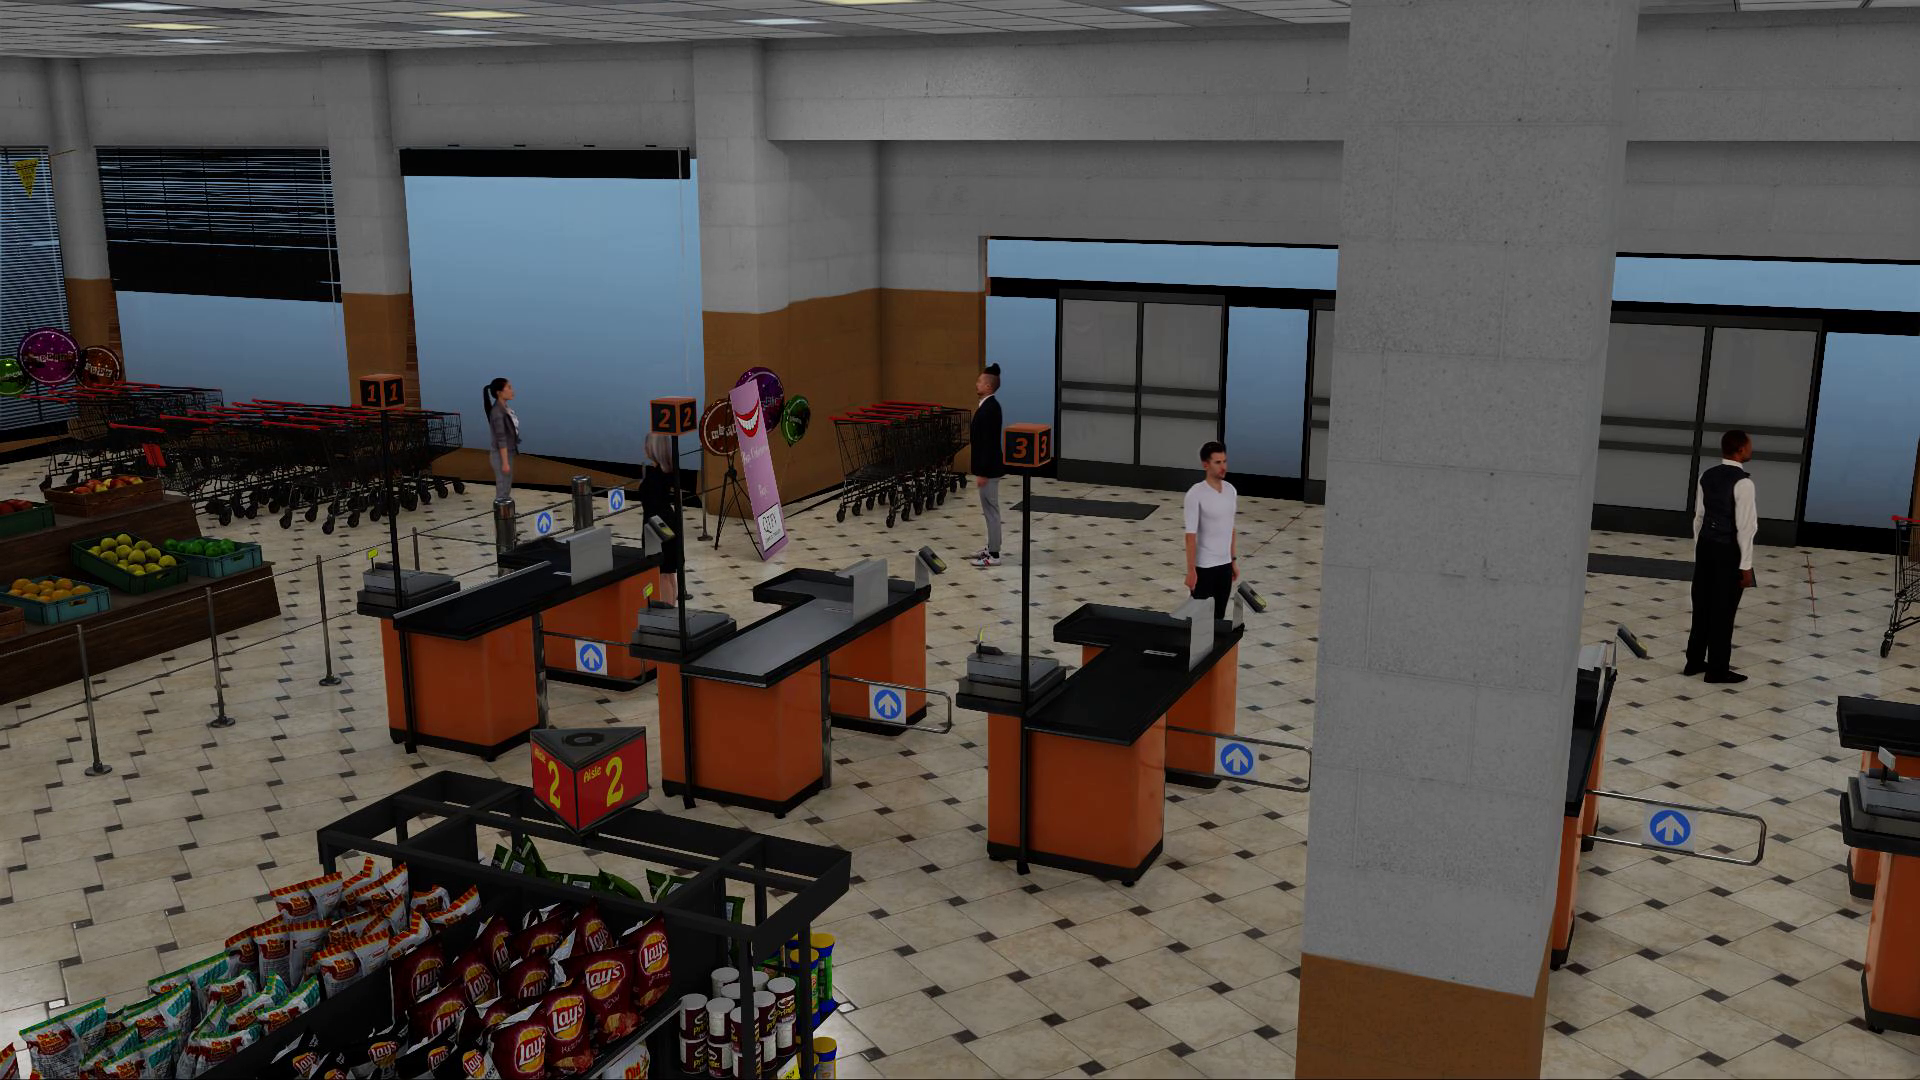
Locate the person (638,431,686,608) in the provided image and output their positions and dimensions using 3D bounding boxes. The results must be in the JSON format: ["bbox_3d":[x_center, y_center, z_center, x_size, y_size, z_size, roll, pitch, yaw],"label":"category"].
[{"bbox_3d":[-2.440,-0.037,13.548,0.742,1.747,0.627,1,14,2],"label":"person"}]

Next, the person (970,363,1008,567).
[{"bbox_3d":[0.281,-0.731,15.978,0.846,1.949,0.688,1,14,2],"label":"person"}]

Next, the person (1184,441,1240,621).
[{"bbox_3d":[1.876,0.173,12.459,0.666,1.851,0.813,-10,17,-37],"label":"person"}]

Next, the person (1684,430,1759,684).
[{"bbox_3d":[5.749,0.115,12.556,0.831,1.919,0.765,-5,14,-18],"label":"person"}]

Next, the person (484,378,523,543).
[{"bbox_3d":[-4.648,-0.820,16.922,0.781,1.677,0.697,-3,14,-11],"label":"person"}]
